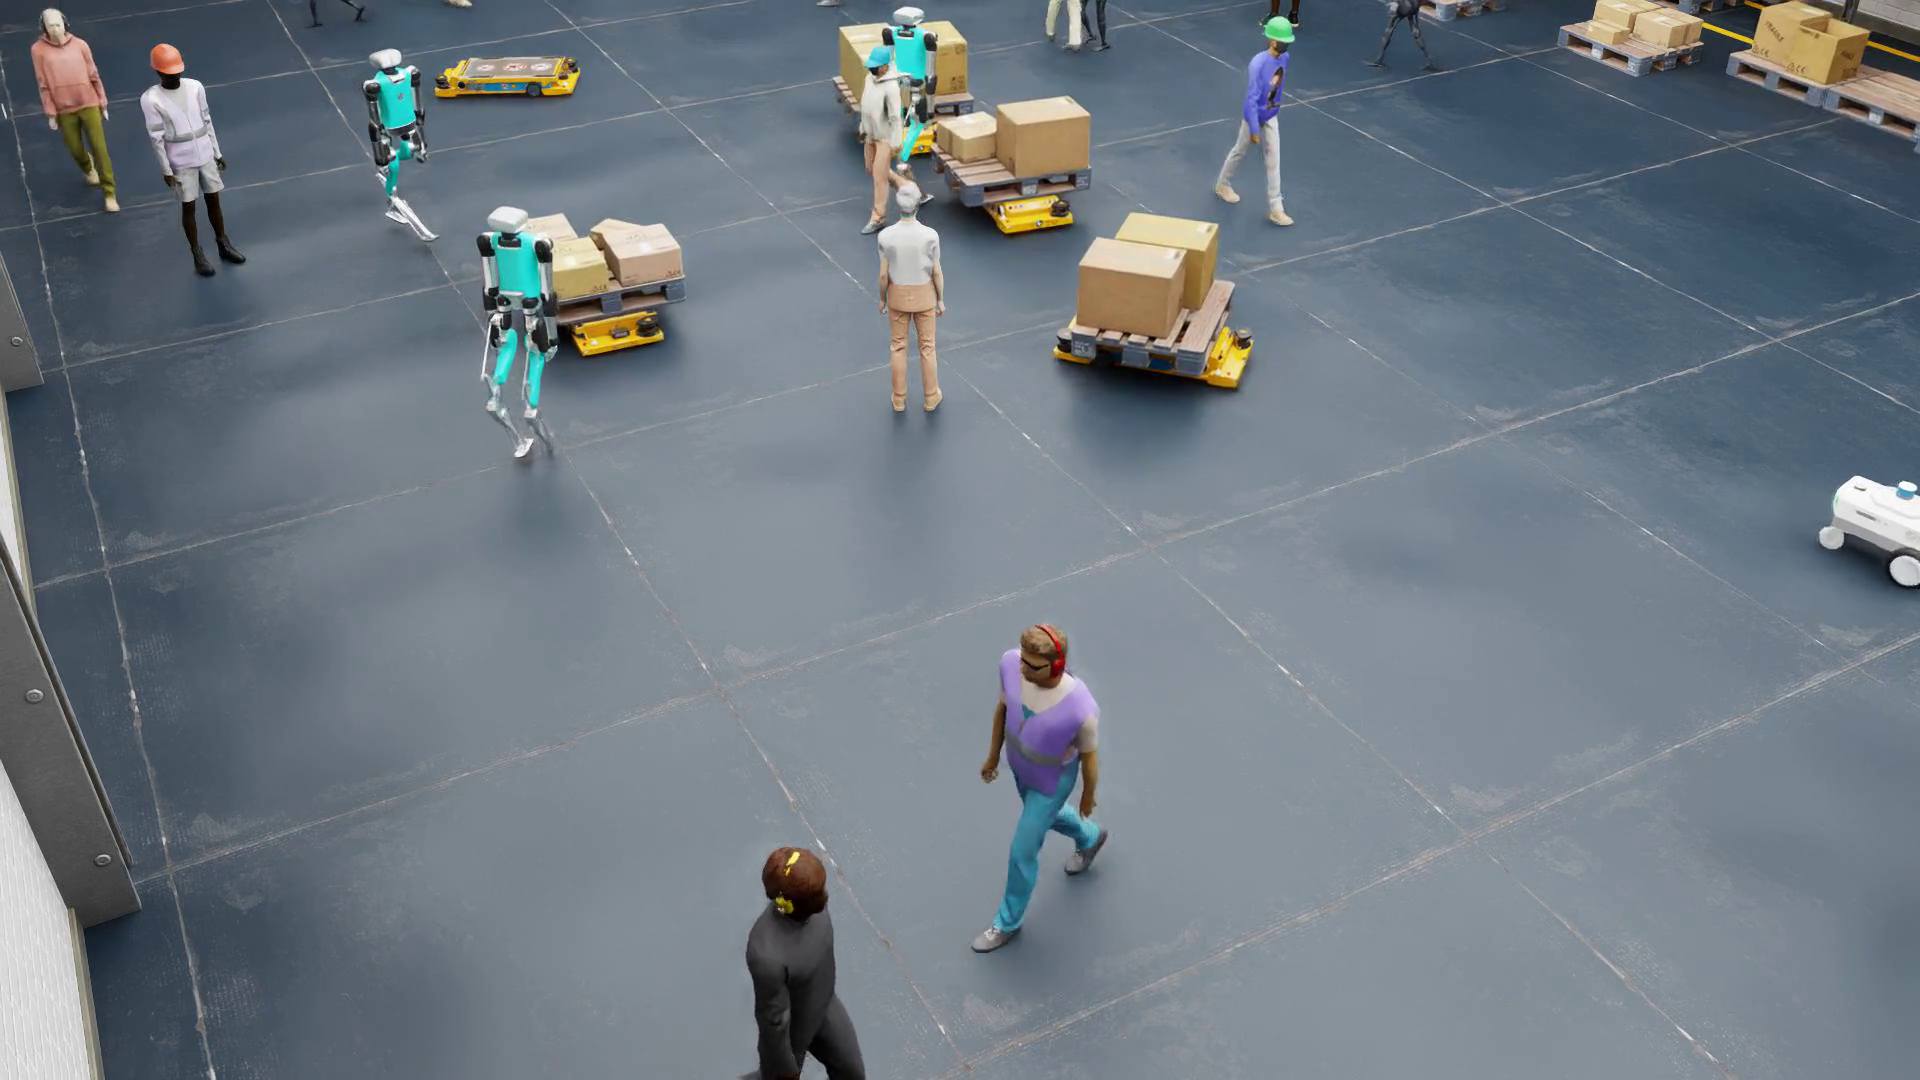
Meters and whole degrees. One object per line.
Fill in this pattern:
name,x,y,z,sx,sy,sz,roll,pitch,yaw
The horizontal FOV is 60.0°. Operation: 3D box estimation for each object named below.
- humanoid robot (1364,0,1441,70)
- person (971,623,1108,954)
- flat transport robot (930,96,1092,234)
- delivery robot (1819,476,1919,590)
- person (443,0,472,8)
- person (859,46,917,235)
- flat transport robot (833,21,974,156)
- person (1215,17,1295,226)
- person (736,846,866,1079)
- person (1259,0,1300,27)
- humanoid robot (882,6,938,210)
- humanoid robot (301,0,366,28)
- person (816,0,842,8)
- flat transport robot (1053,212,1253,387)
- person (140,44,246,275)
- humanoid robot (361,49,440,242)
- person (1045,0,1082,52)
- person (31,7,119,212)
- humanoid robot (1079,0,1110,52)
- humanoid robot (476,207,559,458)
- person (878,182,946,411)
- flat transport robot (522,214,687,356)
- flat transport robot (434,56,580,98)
humanoid robot,4.871,-5.865,17.912,0.795,1.636,0.599,17,39,23
person,0.421,1.077,7.839,0.908,1.807,0.568,-24,41,-30
flat transport robot,0.462,-3.219,15.312,0.659,0.231,1.431,-12,37,-16
delivery robot,5.964,-0.080,10.589,0.499,0.606,0.794,-27,43,-33
person,-6.029,-7.198,19.758,0.623,1.667,0.546,10,36,14
person,-0.648,-3.526,14.530,0.620,1.655,0.490,-22,41,-28
flat transport robot,-0.570,-4.237,16.766,0.659,0.231,1.431,-9,36,-13
person,2.657,-3.764,14.748,0.472,1.815,0.981,-21,40,-27
person,-0.693,1.891,6.655,0.917,1.838,0.507,15,38,20
person,3.757,-6.843,19.016,0.602,1.958,0.377,-14,37,-19
humanoid robot,-0.557,-3.736,14.853,0.548,1.855,0.825,16,38,21
humanoid robot,-7.355,-6.734,19.128,0.702,1.637,0.586,-5,35,-8
person,-1.357,-7.286,19.680,0.732,1.917,0.570,-2,35,-3
flat transport robot,1.500,-1.516,12.880,1.431,0.231,0.659,11,37,15
person,-6.352,-3.155,13.769,0.374,1.932,0.550,24,41,30
humanoid robot,-4.919,-3.400,14.310,1.028,1.742,0.536,25,42,31
person,1.196,-6.387,18.508,0.648,1.792,0.825,-9,36,-12
person,-7.941,-3.901,14.941,0.528,1.819,0.745,-16,38,-22
humanoid robot,1.517,-6.226,18.384,0.379,1.645,0.600,-18,39,-24
humanoid robot,-3.046,-1.295,11.322,0.537,1.813,0.774,8,36,11
person,-0.348,-1.725,11.889,0.483,1.748,0.320,2,35,3
flat transport robot,-2.921,-1.923,13.462,0.659,0.231,1.431,-15,38,-20
flat transport robot,-4.831,-4.946,17.777,1.431,0.231,0.659,-2,35,-2
